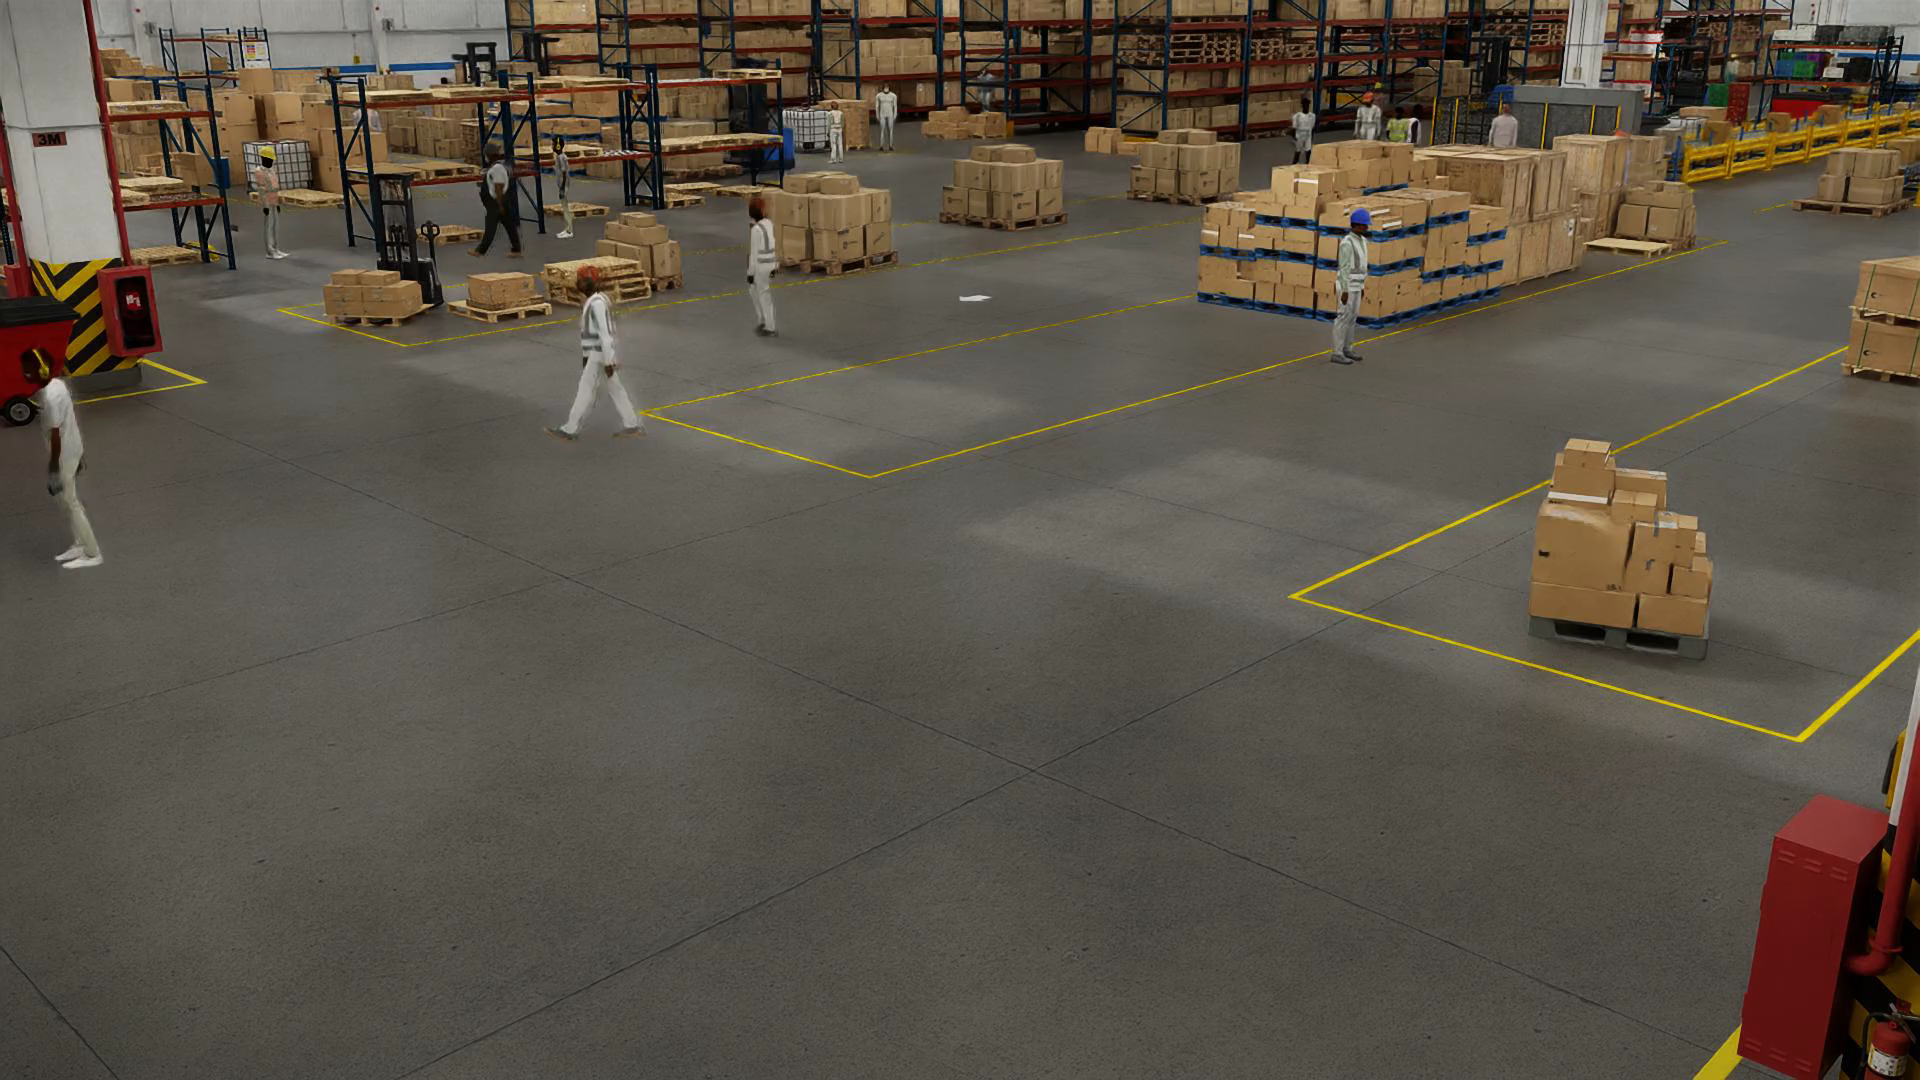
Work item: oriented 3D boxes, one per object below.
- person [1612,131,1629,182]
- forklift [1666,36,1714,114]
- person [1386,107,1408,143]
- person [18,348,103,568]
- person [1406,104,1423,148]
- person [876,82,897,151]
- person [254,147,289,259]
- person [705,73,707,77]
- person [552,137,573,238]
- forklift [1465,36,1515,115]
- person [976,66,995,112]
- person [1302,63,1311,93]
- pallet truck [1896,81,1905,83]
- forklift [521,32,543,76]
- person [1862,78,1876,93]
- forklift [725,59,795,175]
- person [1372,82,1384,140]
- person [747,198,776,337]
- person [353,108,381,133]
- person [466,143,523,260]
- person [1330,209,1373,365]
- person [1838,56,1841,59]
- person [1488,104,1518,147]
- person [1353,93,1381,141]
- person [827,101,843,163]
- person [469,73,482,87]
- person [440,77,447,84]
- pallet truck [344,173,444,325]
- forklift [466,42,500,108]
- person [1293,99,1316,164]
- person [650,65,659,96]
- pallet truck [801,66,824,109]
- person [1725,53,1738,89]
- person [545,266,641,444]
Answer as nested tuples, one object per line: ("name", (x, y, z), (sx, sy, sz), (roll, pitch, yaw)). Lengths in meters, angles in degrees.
("person", (12.606, -6.953, 32.234), (0.579, 1.912, 0.750), (-16, 24, -39))
("forklift", (27.341, -17.291, 61.877), (1.129, 2.768, 1.873), (17, 25, 41))
("person", (11.150, -10.221, 42.487), (0.540, 1.657, 0.858), (5, 19, 15))
("person", (-7.236, -0.647, 13.375), (0.402, 1.832, 0.600), (-8, 20, -22))
("person", (10.828, -9.457, 39.796), (0.639, 1.904, 0.604), (5, 19, 15))
("person", (-2.133, -12.287, 48.272), (0.631, 1.940, 0.372), (-2, 18, -5))
("person", (-12.009, -5.870, 28.971), (0.381, 1.918, 0.585), (-1, 18, -2))
("person", (-9.751, -17.553, 64.688), (0.506, 1.584, 0.924), (12, 22, 32))
("person", (-7.513, -6.642, 31.370), (0.328, 1.873, 0.519), (-4, 19, -13))
("forklift", (19.973, -17.201, 61.605), (1.873, 2.768, 1.129), (16, 24, 40))
("person", (0.853, -15.779, 58.822), (0.662, 1.912, 0.733), (7, 19, 19))
("person", (14.194, -18.702, 68.073), (0.286, 1.636, 0.500), (16, 24, 39))
("pallet truck", (34.802, -16.331, 61.455), (0.653, 1.274, 1.630), (17, 25, 41))
("forklift", (-17.247, -19.051, 67.179), (1.129, 2.768, 1.873), (17, 25, 41))
("person", (32.875, -16.145, 60.095), (0.611, 1.813, 0.474), (-11, 21, -29))
("forklift", (-5.256, -10.822, 42.387), (1.129, 2.768, 1.873), (17, 25, 41))
("person", (13.018, -13.361, 51.806), (0.520, 1.752, 0.527), (-9, 20, -25))
("person", (-2.725, -3.656, 22.377), (0.526, 1.867, 0.615), (4, 19, 11))
("person", (-15.266, -10.460, 42.930), (0.652, 1.838, 0.463), (-3, 19, -10))
("person", (-8.121, -5.890, 28.840), (0.985, 2.000, 0.708), (-2, 18, -5))
("person", (4.909, -3.171, 20.818), (0.413, 1.940, 0.601), (12, 22, 31))
("person", (36.027, -18.974, 68.527), (0.768, 1.882, 0.653), (-10, 21, -28))
("person", (13.119, -9.579, 40.215), (0.643, 1.881, 0.872), (-3, 19, -10))
("person", (10.477, -10.497, 42.827), (0.630, 1.984, 1.058), (11, 22, 31))
("person", (-3.356, -10.986, 44.821), (0.522, 1.640, 0.306), (-15, 24, -39))
("person", (-16.152, -14.598, 55.303), (0.958, 1.890, 0.567), (9, 20, 25))
("person", (-17.374, -14.708, 55.978), (0.771, 1.663, 0.555), (8, 20, 24))
("pallet truck", (-8.209, -4.181, 23.757), (0.823, 1.965, 1.885), (3, 19, 9))
("forklift", (-15.799, -15.111, 55.310), (1.873, 2.768, 1.129), (17, 25, 41))
("person", (8.560, -9.970, 41.328), (0.621, 1.910, 0.998), (-3, 19, -10))
("person", (-11.890, -17.518, 64.410), (0.318, 1.697, 0.536), (17, 25, 41))
("pallet truck", (-4.812, -15.182, 56.903), (0.823, 1.965, 1.885), (-9, 21, -26))
("person", (34.833, -21.073, 75.057), (0.529, 1.734, 0.816), (17, 25, 42))
("person", (-3.807, -1.907, 17.162), (1.003, 1.827, 0.602), (-5, 19, -15))
